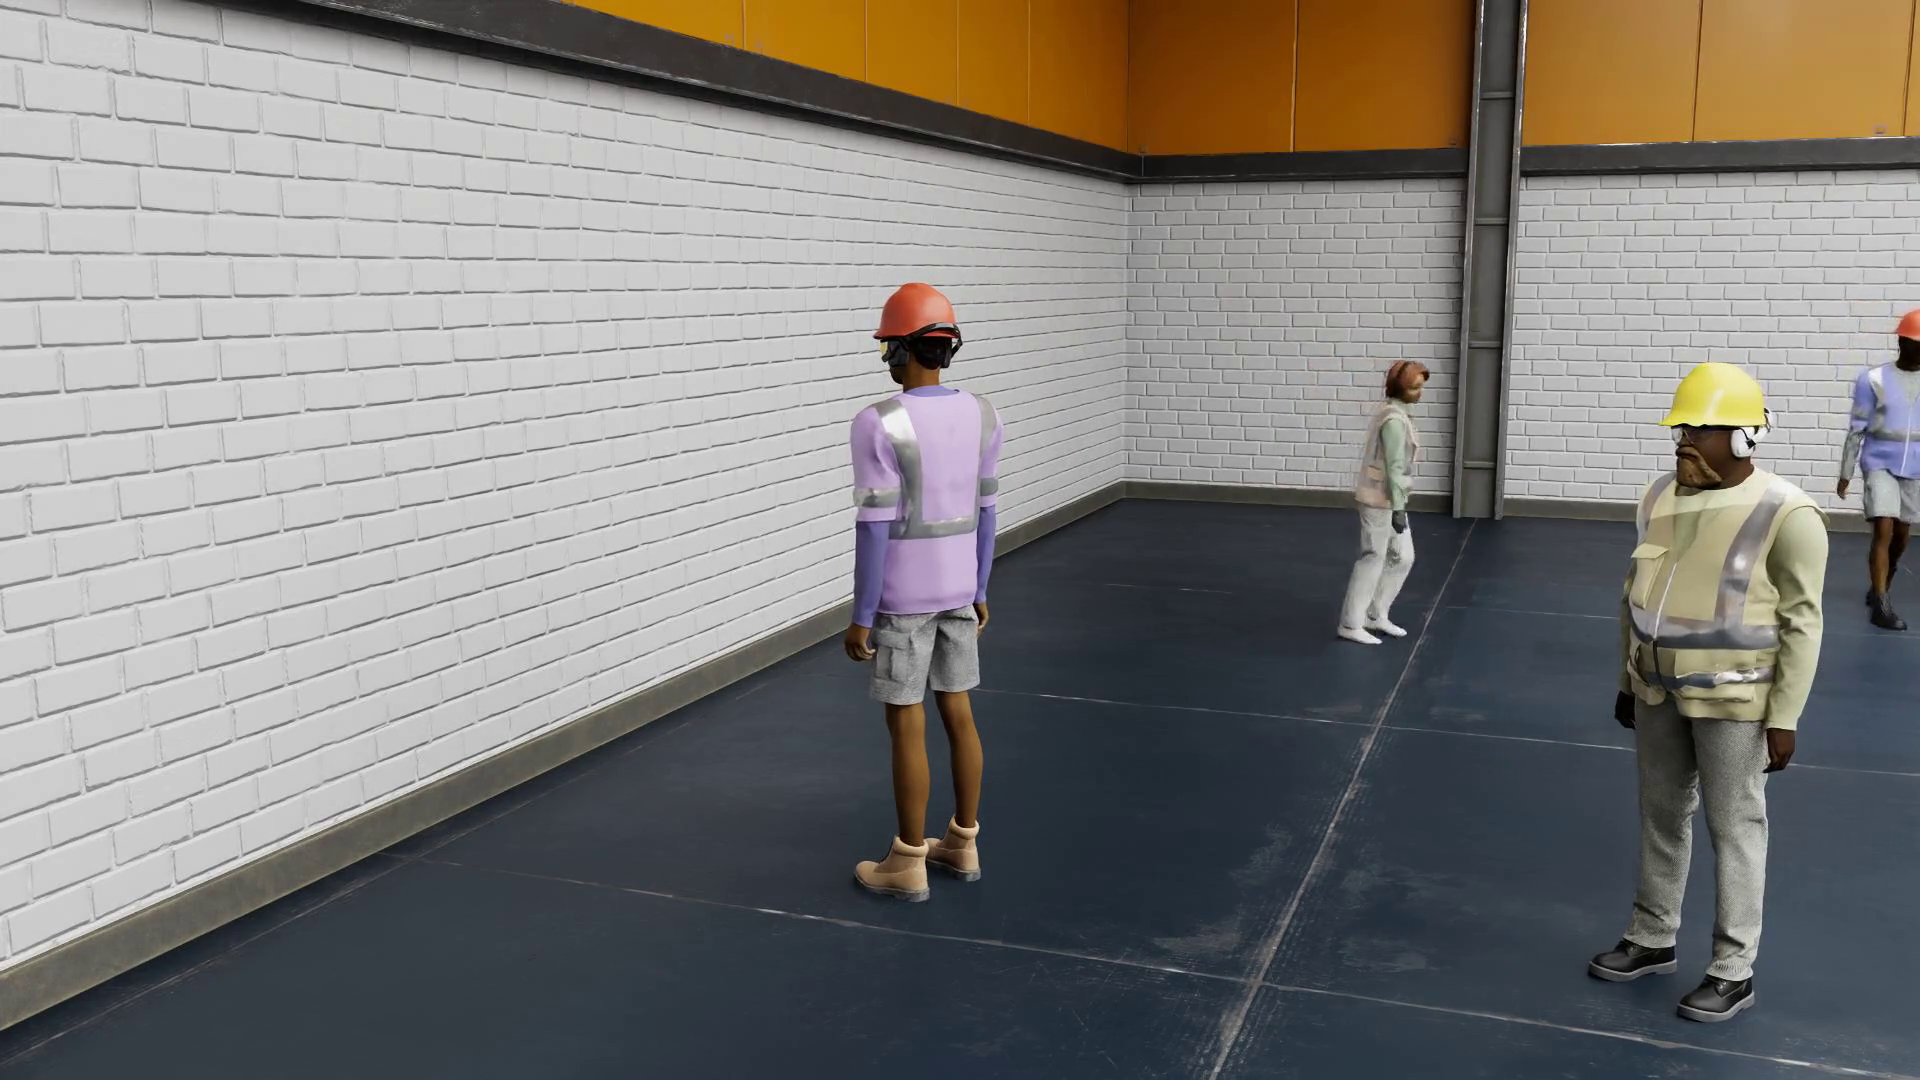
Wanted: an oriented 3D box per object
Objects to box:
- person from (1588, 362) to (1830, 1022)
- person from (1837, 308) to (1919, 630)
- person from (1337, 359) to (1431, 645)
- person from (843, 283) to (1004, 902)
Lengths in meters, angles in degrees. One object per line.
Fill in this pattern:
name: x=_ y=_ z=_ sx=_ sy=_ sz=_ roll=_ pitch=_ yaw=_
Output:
person: x=2.082 y=0.419 z=4.676 sx=0.402 sy=1.830 sz=0.603 roll=-4 pitch=10 yaw=-26
person: x=5.615 y=-0.453 z=10.016 sx=0.592 sy=1.891 sz=0.941 roll=2 pitch=9 yaw=14
person: x=2.348 y=-0.201 z=9.248 sx=0.490 sy=1.610 sz=0.532 roll=4 pitch=10 yaw=22
person: x=-0.139 y=0.175 z=5.550 sx=0.608 sy=2.044 sz=0.377 roll=-9 pitch=12 yaw=-43
